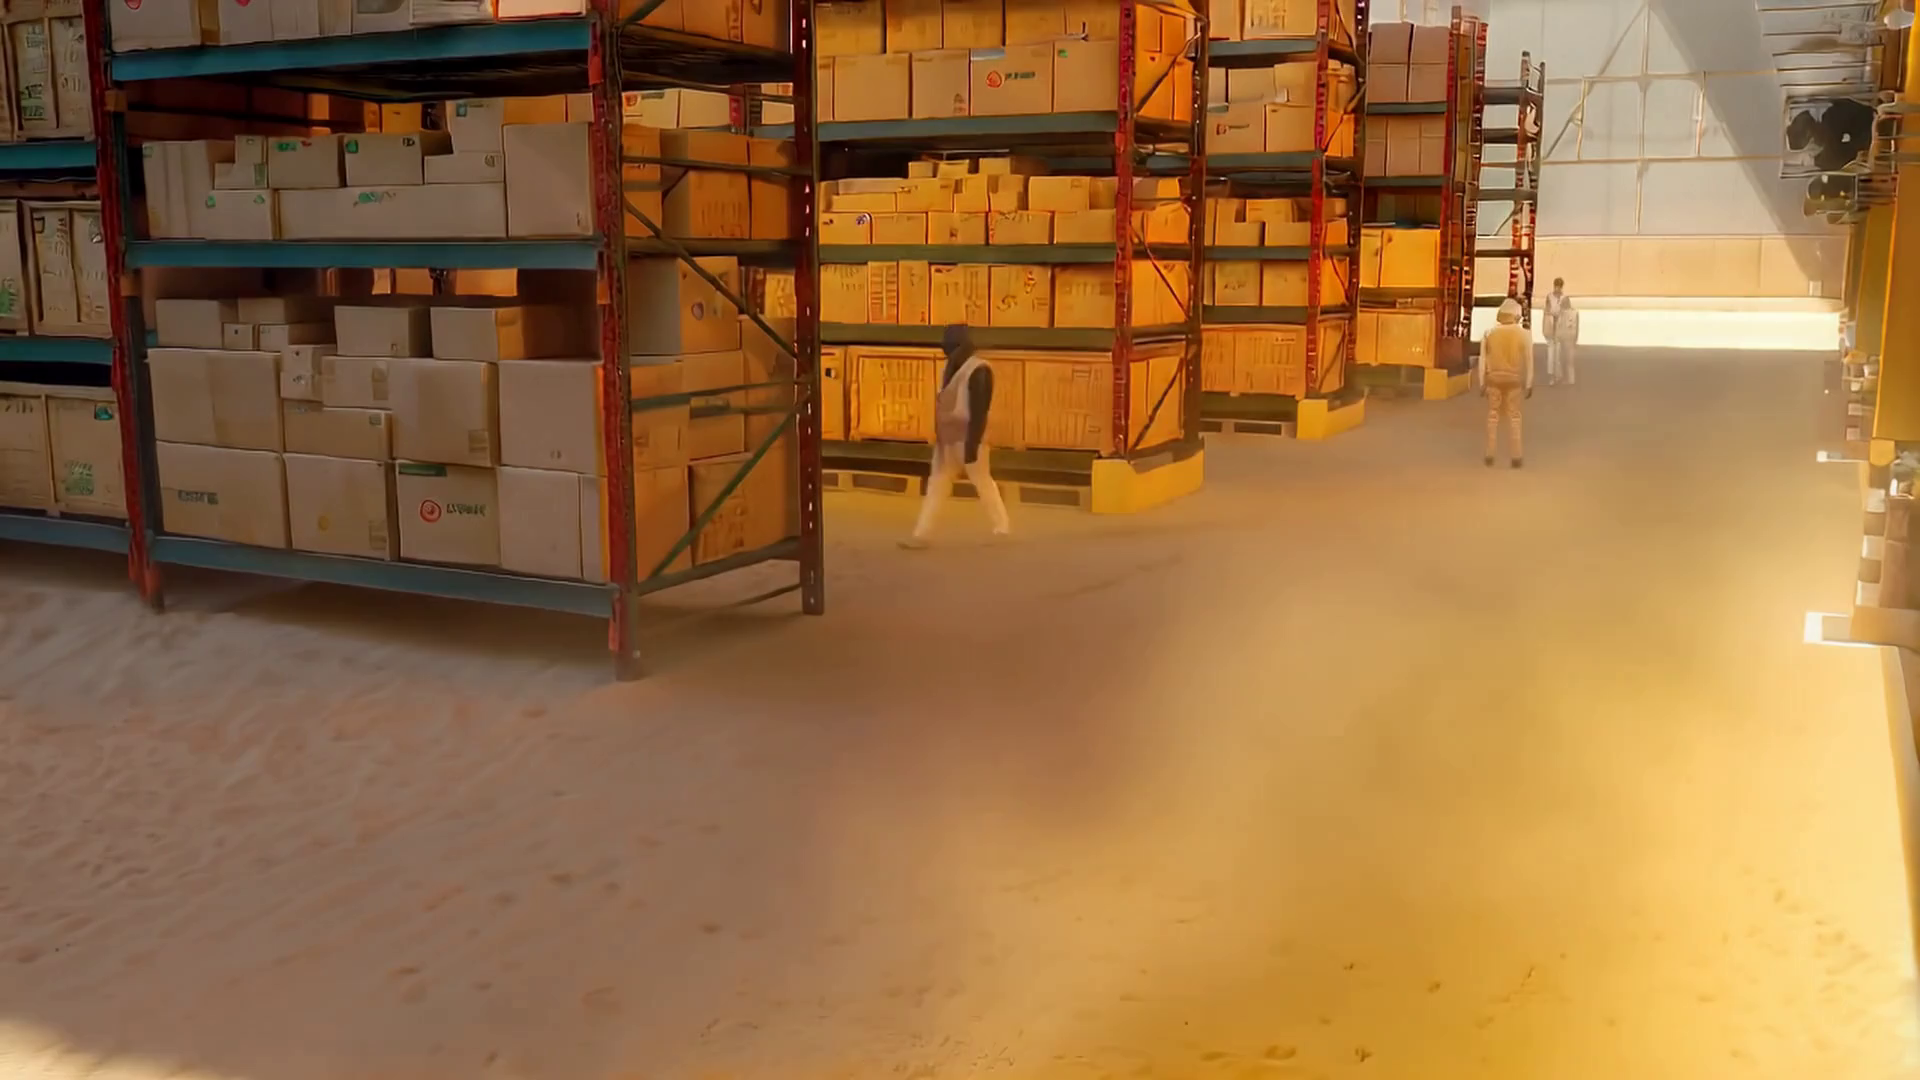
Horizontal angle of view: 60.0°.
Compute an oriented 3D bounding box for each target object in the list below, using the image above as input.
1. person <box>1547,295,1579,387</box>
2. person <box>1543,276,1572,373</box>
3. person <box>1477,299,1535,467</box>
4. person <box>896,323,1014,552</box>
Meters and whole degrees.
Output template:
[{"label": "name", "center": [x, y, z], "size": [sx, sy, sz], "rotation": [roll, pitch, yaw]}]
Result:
[{"label": "person", "center": [10.637, -3.507, 29.237], "size": [0.514, 1.606, 0.810], "rotation": [8, 13, 38]}, {"label": "person", "center": [11.706, -4.233, 32.626], "size": [0.557, 1.896, 0.996], "rotation": [4, 11, 23]}, {"label": "person", "center": [5.959, -1.710, 18.176], "size": [0.592, 1.834, 0.404], "rotation": [4, 11, 22]}, {"label": "person", "center": [0.007, -0.797, 13.036], "size": [0.967, 1.788, 0.639], "rotation": [-7, 12, -37]}]
